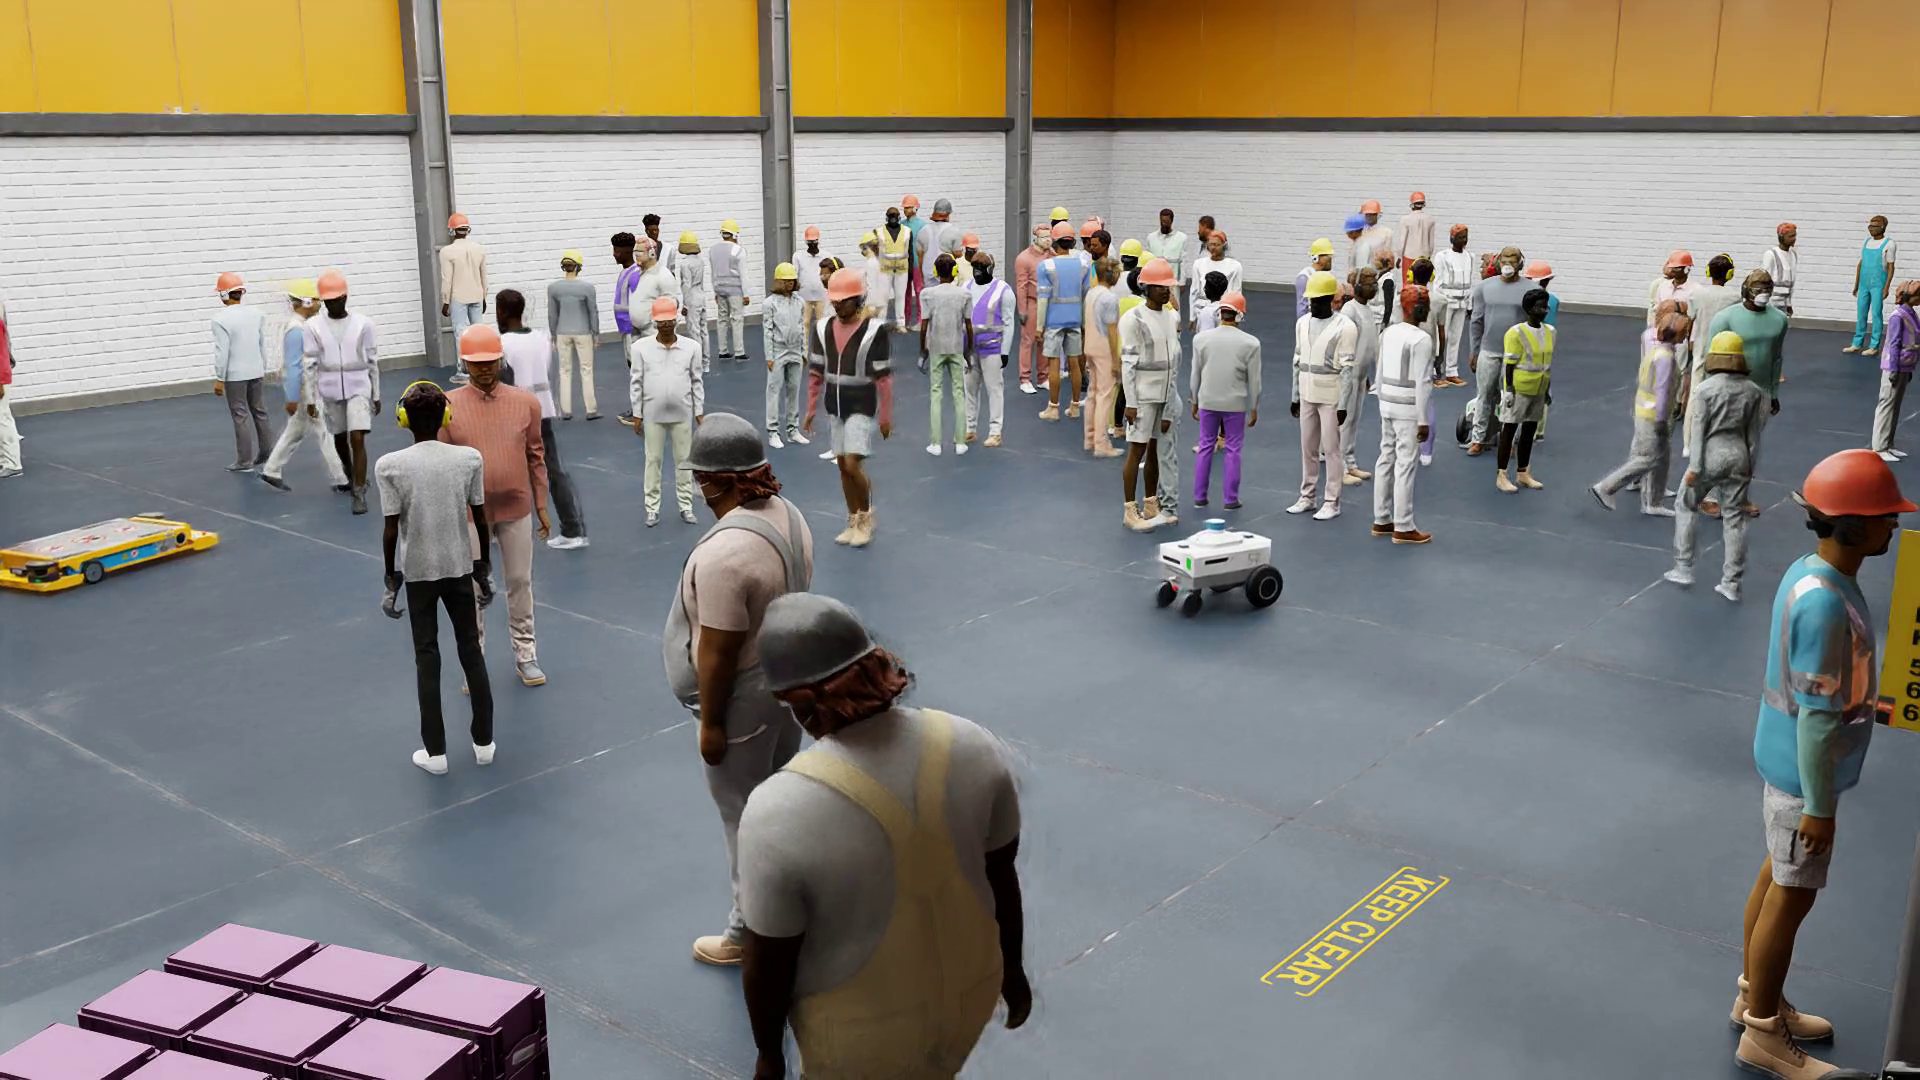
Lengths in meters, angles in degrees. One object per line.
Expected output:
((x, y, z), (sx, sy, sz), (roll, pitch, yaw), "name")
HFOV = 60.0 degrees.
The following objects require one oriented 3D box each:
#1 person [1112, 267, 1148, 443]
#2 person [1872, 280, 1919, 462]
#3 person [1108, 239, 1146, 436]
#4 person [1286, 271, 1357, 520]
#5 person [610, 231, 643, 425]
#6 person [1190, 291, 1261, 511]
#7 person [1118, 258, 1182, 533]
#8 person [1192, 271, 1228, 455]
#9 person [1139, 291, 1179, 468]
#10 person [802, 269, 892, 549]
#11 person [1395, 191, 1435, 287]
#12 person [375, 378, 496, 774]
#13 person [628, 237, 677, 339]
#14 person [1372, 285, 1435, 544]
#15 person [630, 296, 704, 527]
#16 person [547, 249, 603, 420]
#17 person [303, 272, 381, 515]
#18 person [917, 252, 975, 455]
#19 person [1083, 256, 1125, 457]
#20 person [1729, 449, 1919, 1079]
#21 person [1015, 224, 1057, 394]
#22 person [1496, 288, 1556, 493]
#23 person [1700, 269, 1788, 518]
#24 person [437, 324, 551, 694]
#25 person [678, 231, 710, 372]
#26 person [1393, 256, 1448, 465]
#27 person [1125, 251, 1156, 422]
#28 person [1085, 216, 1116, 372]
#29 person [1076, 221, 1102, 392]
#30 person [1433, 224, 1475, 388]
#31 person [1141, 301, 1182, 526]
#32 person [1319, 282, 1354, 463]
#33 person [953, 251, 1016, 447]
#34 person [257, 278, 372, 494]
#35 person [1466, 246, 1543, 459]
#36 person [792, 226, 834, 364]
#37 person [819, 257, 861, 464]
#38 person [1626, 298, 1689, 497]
((1.675, -1.772, 15.973), (0.320, 1.690, 0.536), (-9, 17, -33), "person")
((8.551, -1.544, 15.156), (0.308, 1.641, 0.514), (12, 19, 40), "person")
((1.642, -1.976, 16.298), (0.591, 1.926, 0.386), (5, 15, 18), "person")
((2.785, -1.117, 12.890), (0.397, 1.920, 0.586), (-10, 17, -34), "person")
((-3.352, -2.166, 17.001), (0.376, 1.958, 0.603), (-5, 15, -20), "person")
((2.107, -1.098, 13.181), (0.574, 1.737, 0.354), (6, 15, 22), "person")
((1.455, -1.087, 12.514), (0.371, 2.044, 0.608), (13, 19, 43), "person")
((2.354, -1.641, 15.429), (0.317, 1.695, 0.540), (10, 17, 34), "person")
((1.755, -1.392, 14.562), (0.282, 1.633, 0.498), (-2, 14, -10), "person")
((-0.808, -0.925, 11.923), (0.611, 2.023, 0.565), (8, 16, 30), "person")
((7.103, -4.437, 25.996), (0.614, 1.994, 0.381), (-4, 14, -14), "person")
((-2.456, 0.176, 7.820), (0.526, 1.869, 0.315), (-8, 16, -30), "person")
((-3.143, -2.100, 16.834), (0.638, 1.911, 0.402), (13, 19, 41), "person")
((3.252, -0.918, 12.164), (0.362, 1.882, 0.576), (-4, 15, -17), "person")
((-2.218, -0.975, 12.650), (0.563, 1.753, 0.327), (-4, 15, -16), "person")
((-3.978, -2.115, 17.198), (0.529, 1.759, 0.337), (1, 14, 5), "person")
((-4.927, -1.204, 13.305), (0.559, 1.904, 0.926), (-4, 15, -14), "person")
((-0.133, -1.714, 15.383), (0.538, 1.863, 0.313), (-2, 14, -8), "person")
((1.318, -1.692, 15.339), (0.326, 1.844, 0.512), (-5, 15, -21), "person")
((2.722, 0.720, 5.285), (0.368, 2.048, 0.607), (6, 15, 23), "person")
((0.927, -2.638, 18.985), (0.643, 1.910, 0.400), (-11, 18, -38), "person")
((4.719, -1.243, 13.835), (0.536, 1.697, 0.322), (-7, 16, -26), "person")
((6.072, -1.131, 12.898), (0.635, 1.937, 0.352), (-2, 14, -10), "person")
((-2.511, -0.168, 8.935), (0.623, 1.993, 0.384), (-7, 16, -26), "person")
((-3.281, -2.896, 20.350), (0.311, 1.744, 0.486), (5, 15, 18), "person")
((4.076, -1.591, 14.878), (0.516, 1.873, 0.329), (0, 14, -2), "person")
((1.874, -2.029, 16.837), (0.323, 1.769, 0.523), (-2, 14, -8), "person")
((1.654, -3.038, 20.587), (0.409, 1.909, 0.641), (-6, 15, -23), "person")
((1.478, -2.666, 19.036), (0.358, 1.936, 0.552), (0, 14, 1), "person")
((5.747, -2.723, 19.375), (0.573, 1.883, 0.355), (-7, 16, -27), "person")
((1.530, -0.982, 12.727), (0.324, 1.732, 0.494), (-1, 14, -5), "person")
((3.383, -1.468, 14.845), (0.308, 1.644, 0.524), (-2, 14, -8), "person")
((0.207, -1.809, 15.805), (0.620, 1.845, 0.429), (9, 16, 31), "person")
((-5.440, -1.259, 13.745), (0.874, 1.787, 0.590), (-5, 15, -20), "person")
((4.974, -1.715, 15.232), (0.627, 1.941, 0.372), (6, 15, 23), "person")
((-1.876, -3.133, 21.273), (0.563, 1.752, 0.326), (-2, 14, -6), "person")
((-1.101, -1.622, 15.039), (0.338, 1.855, 0.526), (-9, 17, -33), "person")
((5.743, -1.163, 13.656), (0.310, 1.631, 0.509), (-5, 15, -18), "person")
